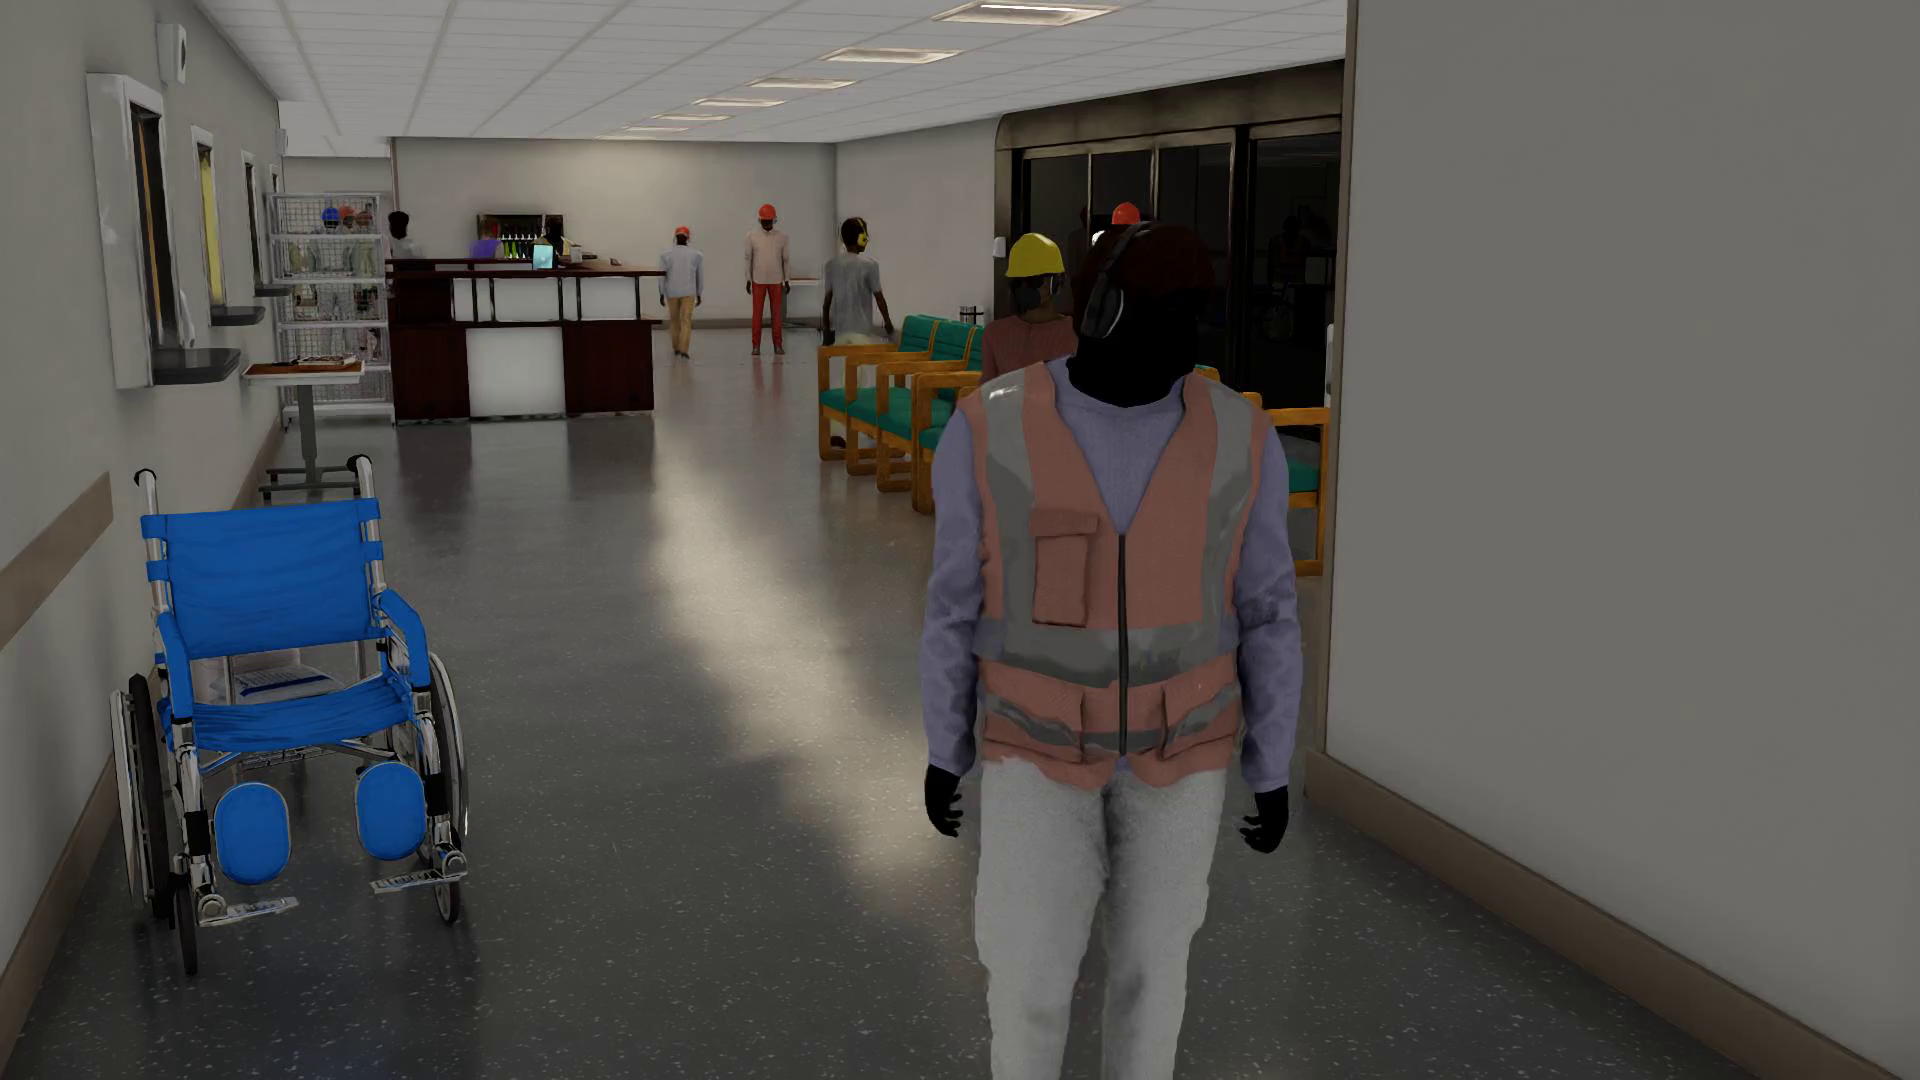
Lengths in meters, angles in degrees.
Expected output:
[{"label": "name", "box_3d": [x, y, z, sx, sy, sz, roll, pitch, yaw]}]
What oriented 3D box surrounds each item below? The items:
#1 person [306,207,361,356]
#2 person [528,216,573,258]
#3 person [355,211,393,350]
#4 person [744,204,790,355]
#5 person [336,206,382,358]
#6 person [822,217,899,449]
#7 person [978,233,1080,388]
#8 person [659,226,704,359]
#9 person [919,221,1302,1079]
[{"label": "person", "box_3d": [-7.506, -3.016, 19.996, 0.602, 1.938, 0.425, -3, 11, -14]}, {"label": "person", "box_3d": [-4.986, -3.068, 20.530, 0.430, 1.839, 0.624, 10, 15, 43]}, {"label": "person", "box_3d": [-8.083, -3.543, 22.775, 0.651, 1.904, 0.403, -2, 11, -9]}, {"label": "person", "box_3d": [-2.552, -3.445, 22.059, 0.608, 1.986, 0.391, -3, 11, -13]}, {"label": "person", "box_3d": [-7.548, -3.202, 20.875, 0.700, 1.964, 0.669, 7, 13, 32]}, {"label": "person", "box_3d": [-0.804, -1.645, 13.274, 0.536, 1.820, 1.000, 8, 14, 36]}, {"label": "person", "box_3d": [0.297, -0.300, 6.492, 0.527, 1.768, 0.314, 5, 12, 24]}, {"label": "person", "box_3d": [-3.624, -3.221, 21.644, 0.572, 1.699, 0.868, -1, 11, -5]}, {"label": "person", "box_3d": [0.262, 0.372, 2.895, 0.665, 1.818, 0.465, -1, 11, -3]}]
